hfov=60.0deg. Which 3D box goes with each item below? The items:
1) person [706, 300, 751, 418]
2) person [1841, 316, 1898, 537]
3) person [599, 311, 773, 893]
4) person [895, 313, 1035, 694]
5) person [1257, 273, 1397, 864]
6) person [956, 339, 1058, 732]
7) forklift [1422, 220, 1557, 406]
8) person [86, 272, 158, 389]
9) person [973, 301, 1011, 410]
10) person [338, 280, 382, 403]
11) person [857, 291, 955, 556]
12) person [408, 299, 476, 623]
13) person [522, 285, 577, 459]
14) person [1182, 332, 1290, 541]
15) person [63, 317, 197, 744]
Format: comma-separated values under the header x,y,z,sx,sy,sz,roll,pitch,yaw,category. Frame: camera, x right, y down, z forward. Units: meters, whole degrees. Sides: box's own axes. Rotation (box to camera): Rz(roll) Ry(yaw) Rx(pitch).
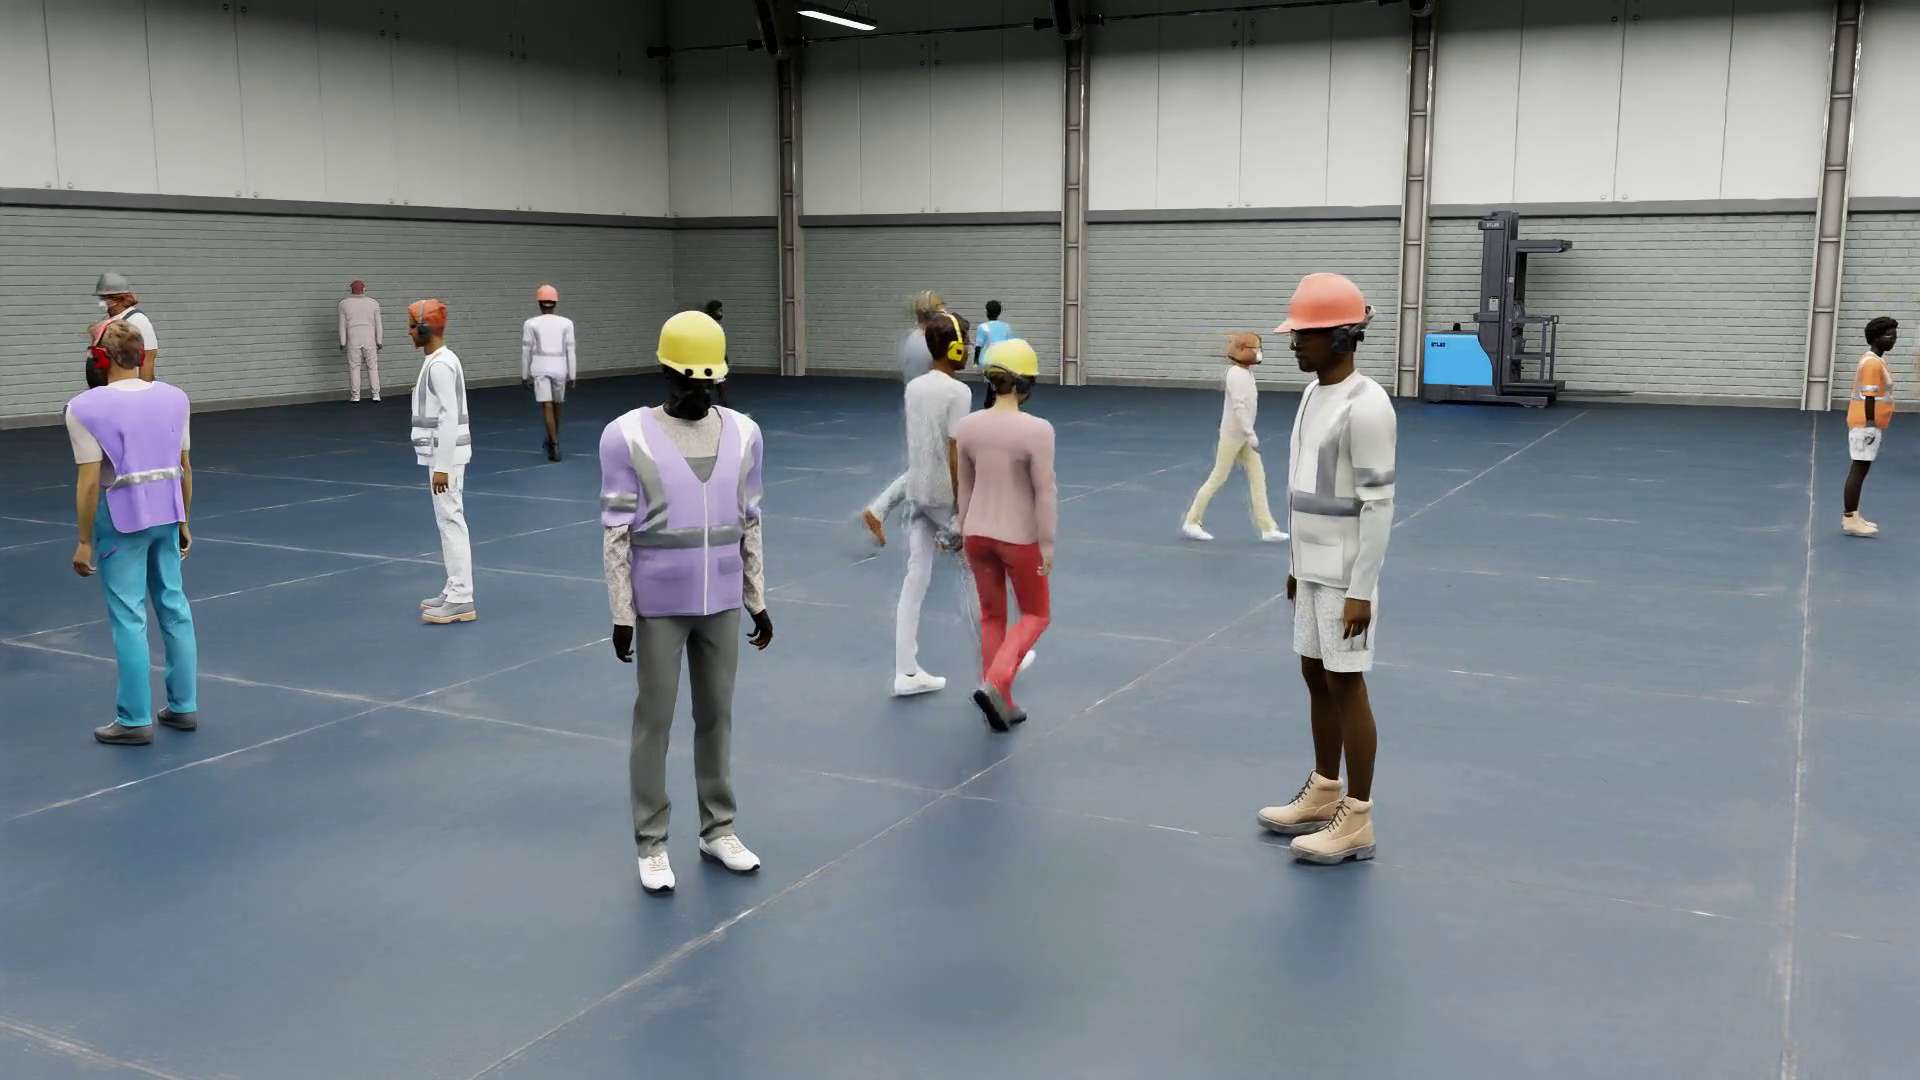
x,y,z,sx,sy,sz,roll,pitch,yaw,category
-3.186,-2.336,21.994,0.875,1.644,0.553,2,9,10,person
7.091,-0.892,12.968,0.319,1.698,0.539,5,10,29,person
-0.899,0.198,5.577,0.585,1.917,0.380,-6,11,-34,person
0.004,-0.184,8.172,0.886,1.833,0.559,-7,12,-38,person
1.270,0.097,5.817,0.395,2.038,0.615,-2,9,-10,person
0.180,-0.004,7.321,0.539,1.751,0.488,6,11,34,person
8.245,-3.527,25.720,1.873,2.768,1.129,5,10,27,forklift
-7.472,-1.337,14.795,0.688,2.000,0.536,7,11,36,person
0.439,-2.371,22.245,0.540,1.652,0.857,-6,11,-34,person
-9.340,-3.095,25.918,0.648,1.907,0.401,-5,10,-26,person
-0.304,-0.843,12.023,0.869,1.911,0.636,1,9,3,person
-3.045,-0.466,9.775,0.337,1.881,0.584,-3,10,-17,person
-4.538,-1.851,18.323,0.561,1.884,0.980,-4,10,-26,person
2.091,-0.779,12.610,0.840,1.598,0.502,5,10,27,person
-3.595,-0.043,7.267,0.390,1.849,0.566,5,10,26,person
